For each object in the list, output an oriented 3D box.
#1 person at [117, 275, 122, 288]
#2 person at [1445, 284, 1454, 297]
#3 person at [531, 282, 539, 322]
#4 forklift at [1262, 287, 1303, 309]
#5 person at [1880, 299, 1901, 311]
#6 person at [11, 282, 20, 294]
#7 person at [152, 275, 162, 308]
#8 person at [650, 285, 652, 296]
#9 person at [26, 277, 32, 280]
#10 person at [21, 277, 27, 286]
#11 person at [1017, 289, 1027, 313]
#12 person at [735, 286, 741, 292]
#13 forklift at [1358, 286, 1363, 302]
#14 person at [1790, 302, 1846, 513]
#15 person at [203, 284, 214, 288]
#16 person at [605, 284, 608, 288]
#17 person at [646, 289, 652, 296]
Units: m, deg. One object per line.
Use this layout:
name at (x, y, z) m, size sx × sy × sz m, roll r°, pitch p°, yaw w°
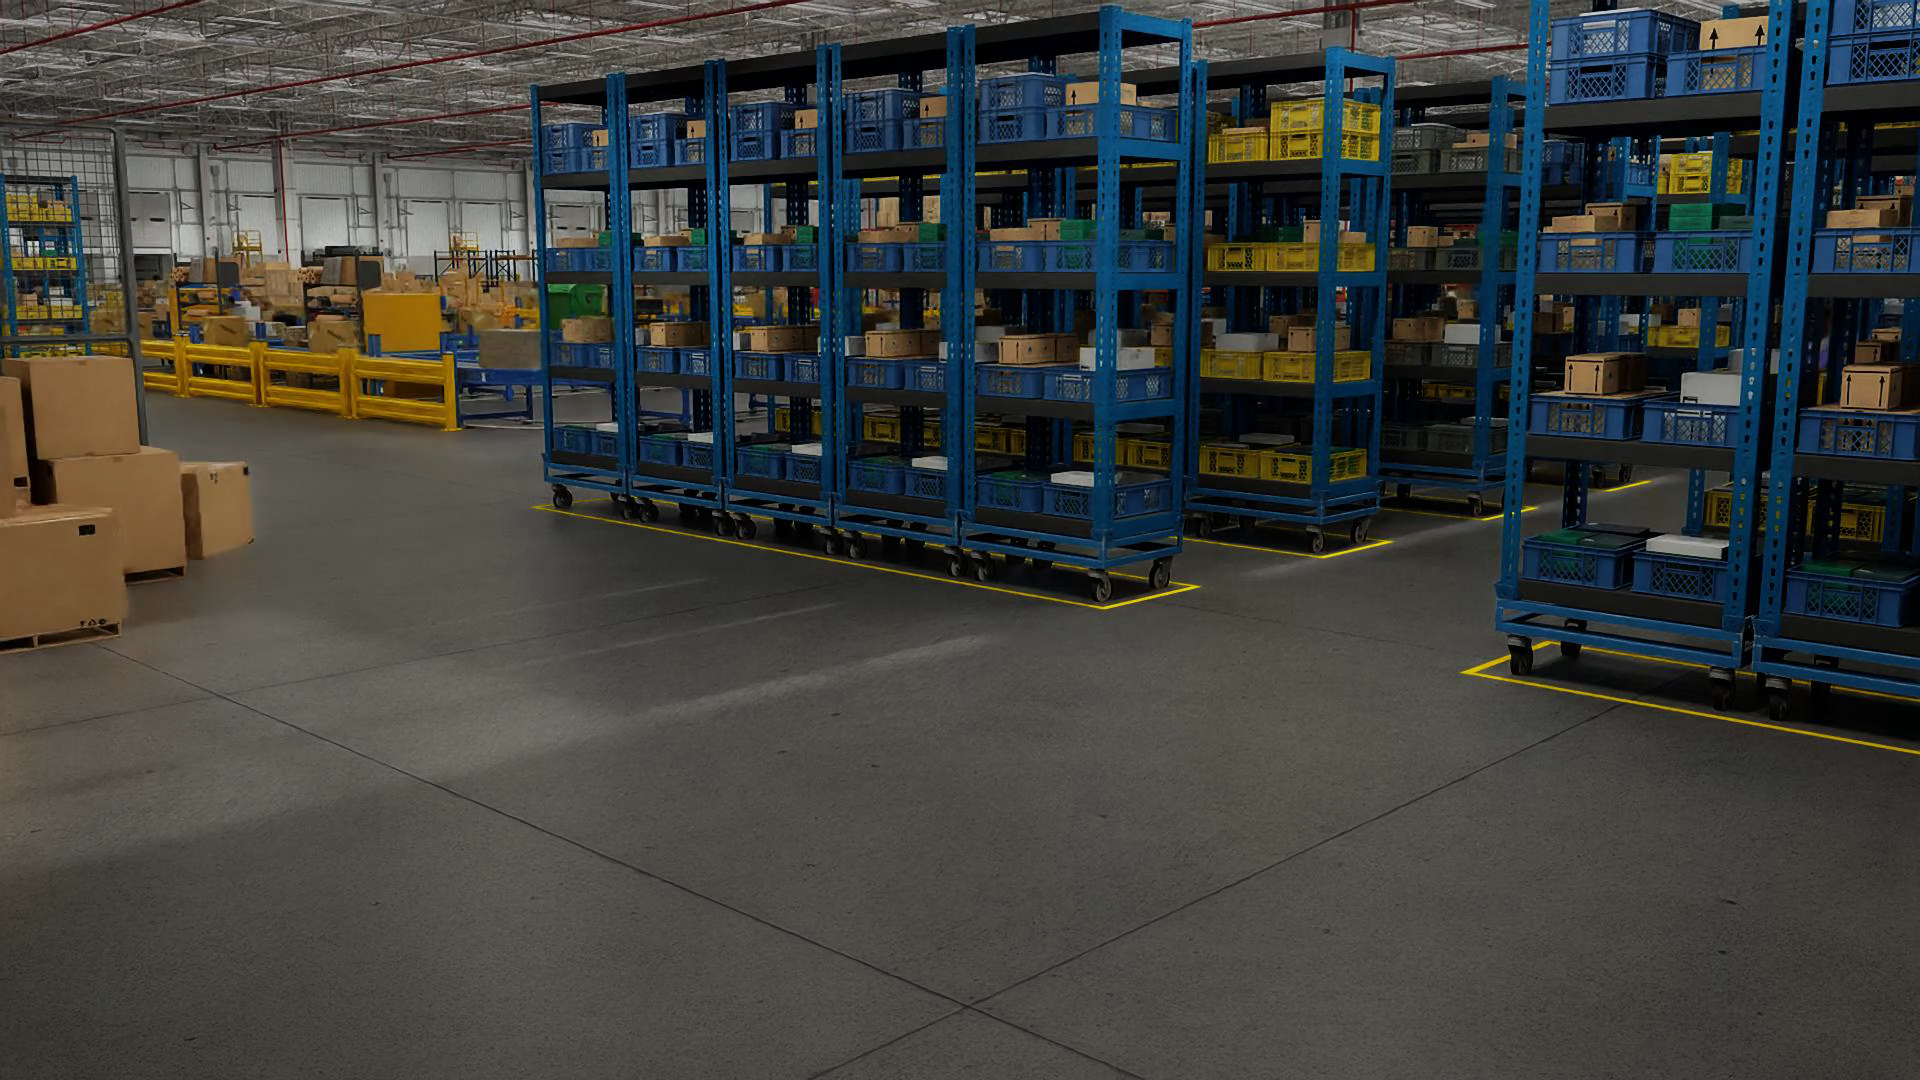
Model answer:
person at (-27.072, -7.651, 53.847) m, size 0.445 × 1.900 × 0.619 m, roll -8°, pitch 12°, yaw -39°
person at (14.569, -6.807, 49.216) m, size 0.866 × 1.732 × 0.534 m, roll 7°, pitch 11°, yaw 35°
person at (-15.118, -8.449, 59.624) m, size 0.734 × 1.598 × 0.519 m, roll -8°, pitch 12°, yaw -40°
forklift at (10.769, -8.203, 54.240) m, size 1.129 × 2.768 × 1.873 m, roll 8°, pitch 12°, yaw 42°
person at (15.586, -3.430, 27.832) m, size 0.408 × 1.942 × 0.615 m, roll 3°, pitch 10°, yaw 20°
person at (-30.290, -7.475, 53.321) m, size 0.898 × 1.722 × 0.536 m, roll -5°, pitch 11°, yaw -29°
person at (-37.263, -11.436, 77.347) m, size 0.864 × 1.814 × 0.632 m, roll -8°, pitch 12°, yaw -40°
person at (-12.280, -9.681, 67.146) m, size 0.686 × 1.615 × 0.515 m, roll -2°, pitch 9°, yaw -11°
person at (-44.755, -11.996, 80.335) m, size 0.623 × 1.977 × 0.899 m, roll 1°, pitch 9°, yaw 4°
person at (-41.333, -10.844, 73.464) m, size 0.958 × 1.892 × 0.570 m, roll 1°, pitch 9°, yaw 6°
person at (1.020, -3.676, 30.058) m, size 0.565 × 1.714 × 0.917 m, roll 8°, pitch 12°, yaw 40°
person at (-9.240, -9.975, 68.183) m, size 0.552 × 1.871 × 0.998 m, roll -1°, pitch 9°, yaw -9°
forklift at (11.100, -7.017, 46.970) m, size 1.873 × 2.768 × 1.129 m, roll 9°, pitch 13°, yaw 43°
person at (6.909, -1.034, 13.588) m, size 0.984 × 1.788 × 0.582 m, roll -8°, pitch 12°, yaw -40°
person at (-32.810, -10.663, 72.584) m, size 0.600 × 1.861 × 0.596 m, roll 7°, pitch 12°, yaw 37°
person at (-16.171, -11.289, 76.274) m, size 0.323 × 1.862 × 0.518 m, roll -2°, pitch 10°, yaw -14°
person at (-15.550, -12.431, 83.044) m, size 0.372 × 1.940 × 0.627 m, roll 1°, pitch 9°, yaw 5°
